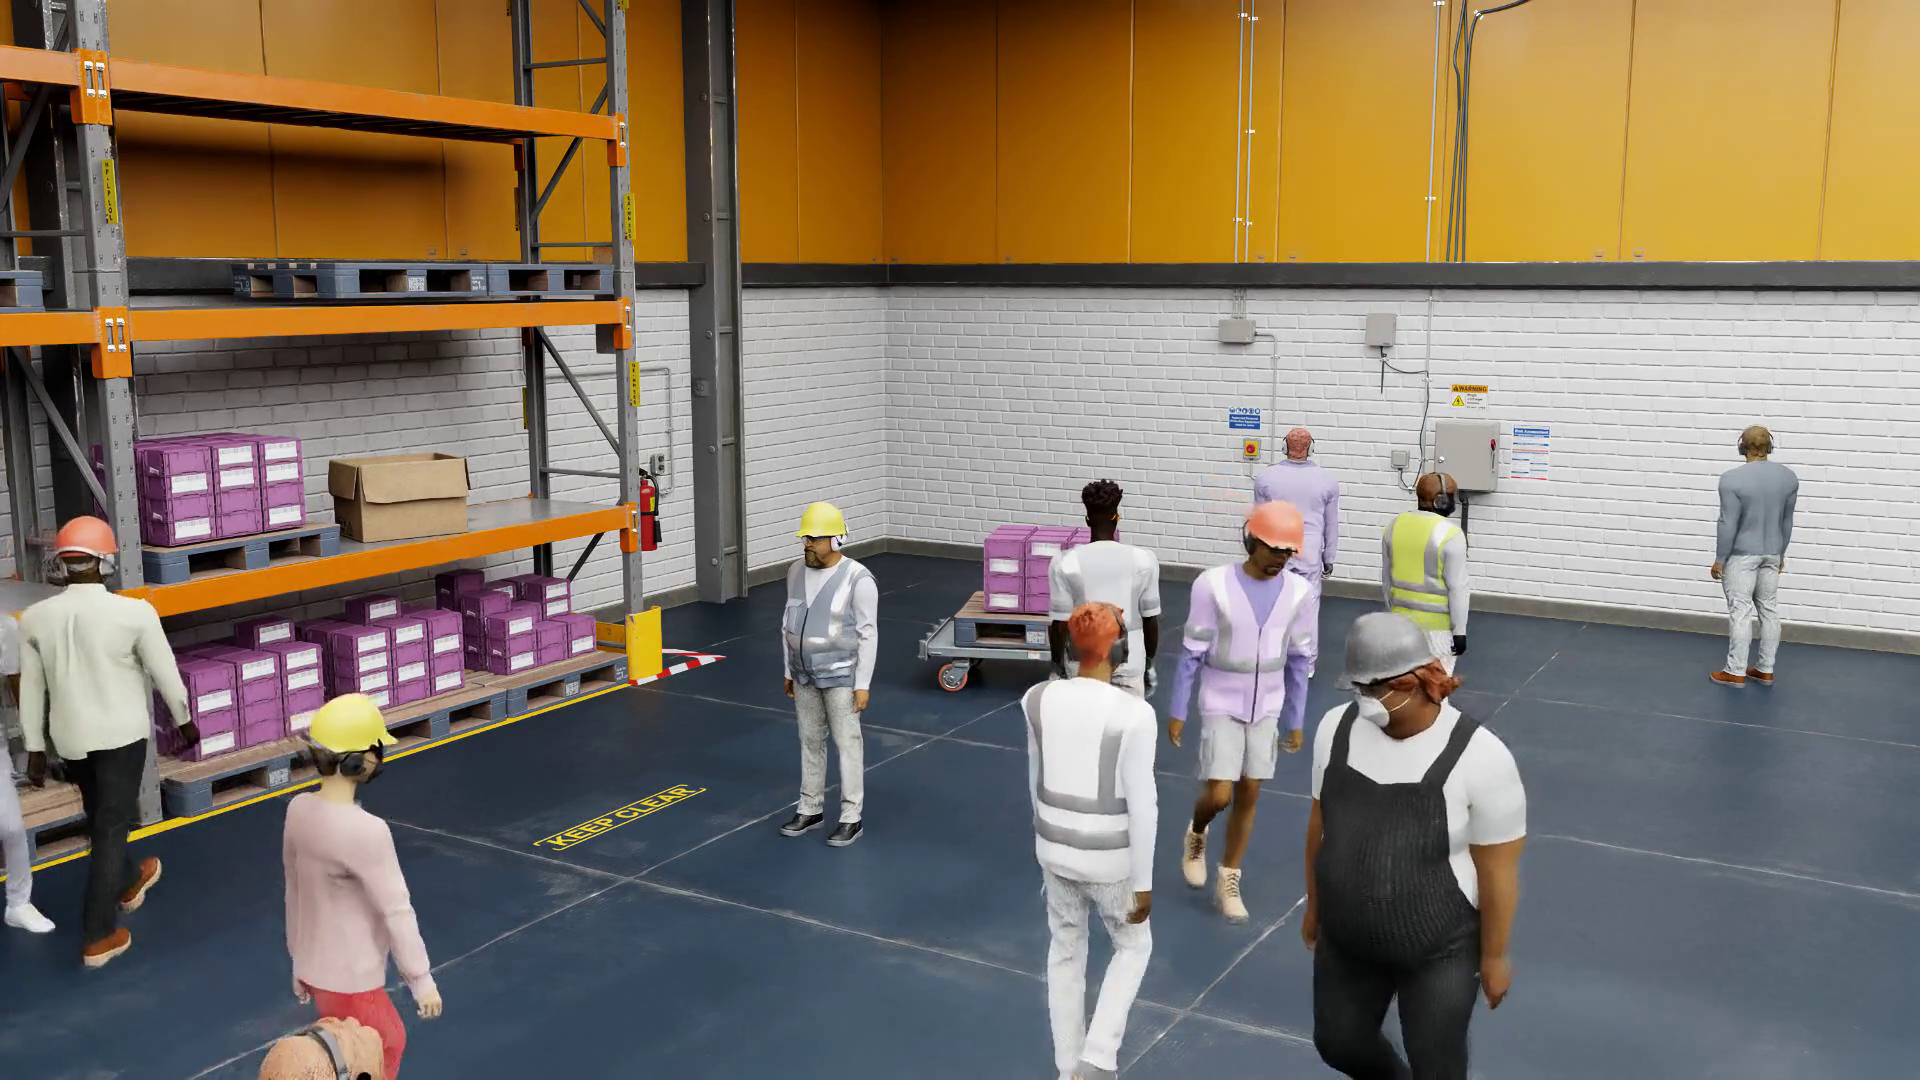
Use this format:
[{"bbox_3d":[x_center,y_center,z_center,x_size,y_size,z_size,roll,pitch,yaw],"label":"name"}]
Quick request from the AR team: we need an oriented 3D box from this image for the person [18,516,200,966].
[{"bbox_3d":[-3.831,0.854,7.565,0.627,1.943,0.964,0,9,3],"label":"person"}]

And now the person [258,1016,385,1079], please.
[{"bbox_3d":[-1.155,1.700,3.296,0.540,1.614,0.674,6,11,32],"label":"person"}]

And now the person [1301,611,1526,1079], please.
[{"bbox_3d":[1.392,1.183,5.236,0.724,2.000,0.618,8,12,40],"label":"person"}]

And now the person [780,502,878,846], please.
[{"bbox_3d":[-0.721,0.706,8.862,0.598,1.832,0.404,6,11,33],"label":"person"}]

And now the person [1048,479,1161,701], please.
[{"bbox_3d":[0.754,0.657,8.771,0.600,1.959,0.376,-1,9,-5],"label":"person"}]

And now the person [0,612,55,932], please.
[{"bbox_3d":[-4.452,0.942,7.399,0.609,1.831,0.439,-5,11,-30],"label":"person"}]

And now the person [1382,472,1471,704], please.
[{"bbox_3d":[2.852,0.501,10.124,0.429,1.839,0.633,-5,10,-30],"label":"person"}]

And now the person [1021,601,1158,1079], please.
[{"bbox_3d":[0.471,1.146,6.005,0.587,1.865,0.404,6,11,34],"label":"person"}]

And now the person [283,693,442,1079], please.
[{"bbox_3d":[-1.851,1.339,5.197,0.622,1.748,0.538,-8,12,-42],"label":"person"}]

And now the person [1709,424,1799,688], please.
[{"bbox_3d":[5.797,0.122,12.193,0.628,1.936,0.377,-2,9,-13],"label":"person"}]

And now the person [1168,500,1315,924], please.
[{"bbox_3d":[1.311,0.792,7.790,0.698,2.001,0.584,-2,9,-12],"label":"person"}]

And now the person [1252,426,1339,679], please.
[{"bbox_3d":[2.495,0.101,12.451,0.647,1.900,0.402,1,9,6],"label":"person"}]
